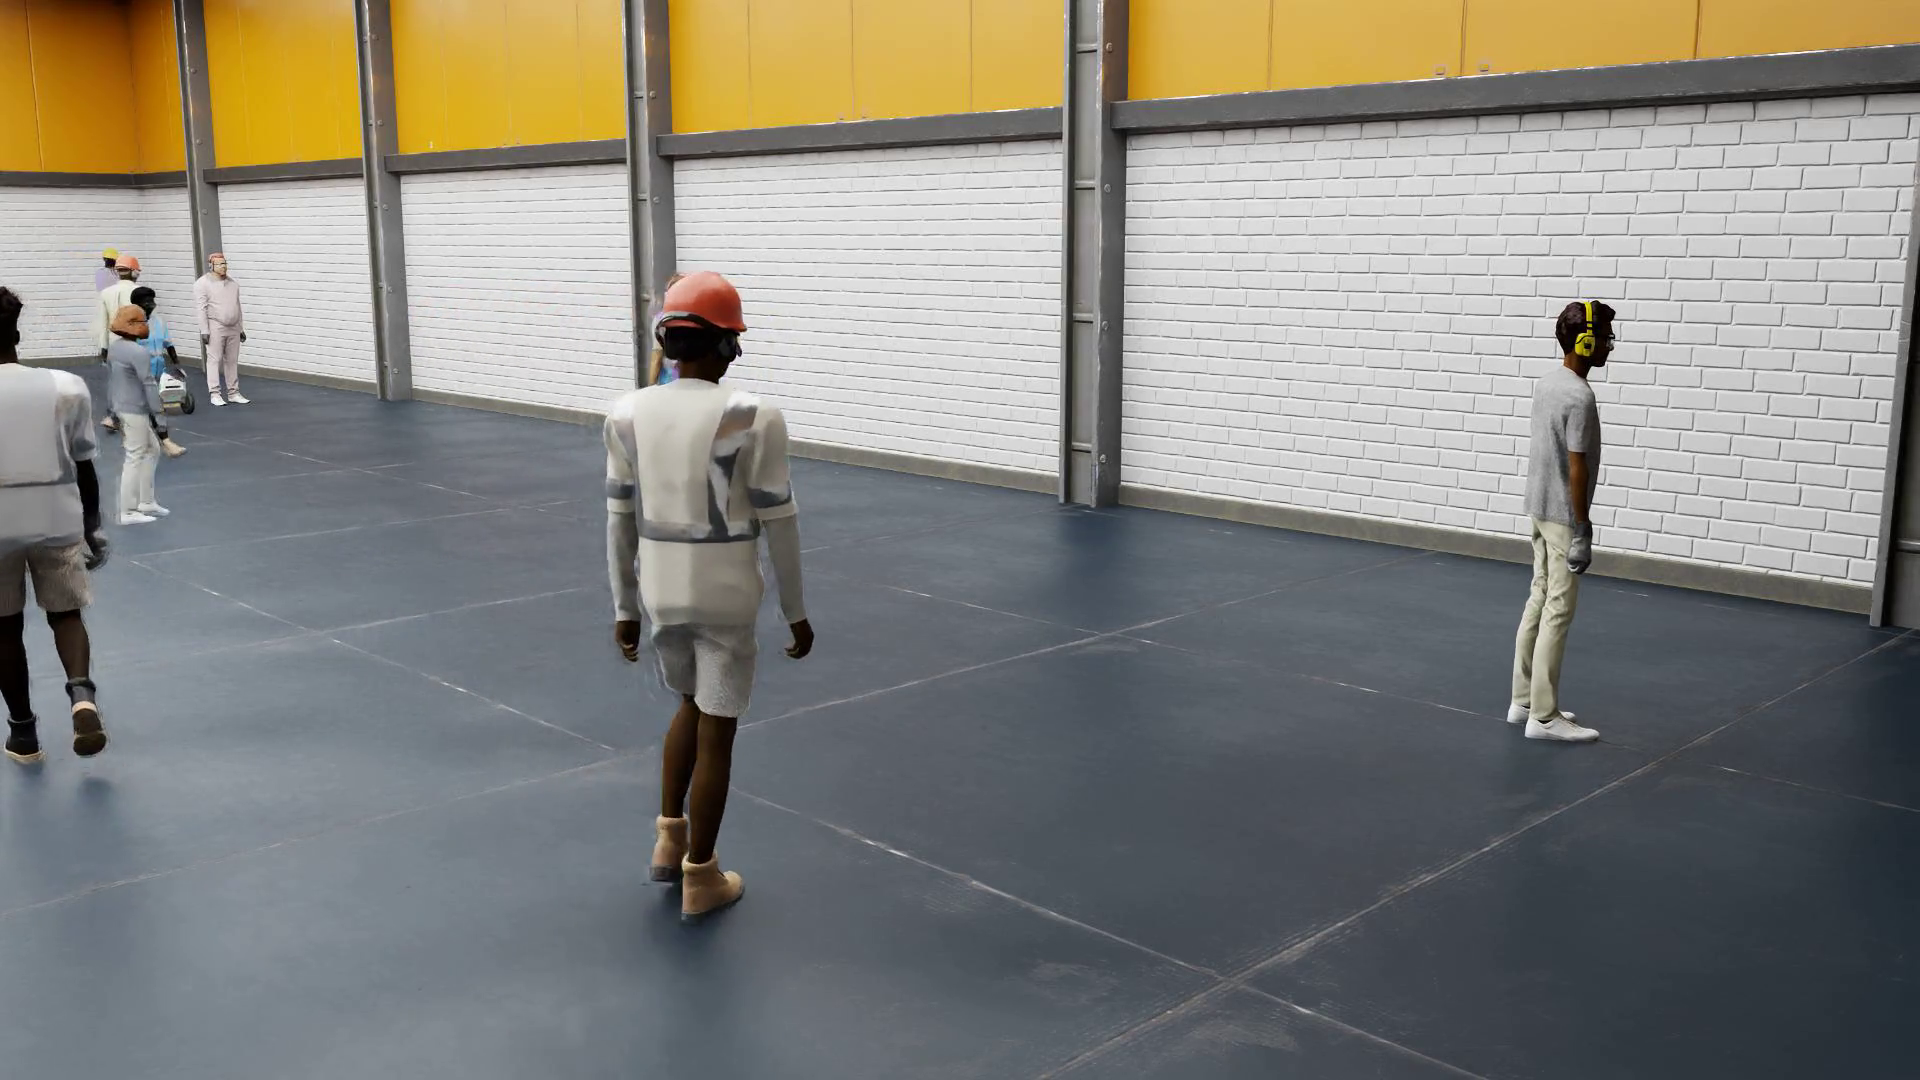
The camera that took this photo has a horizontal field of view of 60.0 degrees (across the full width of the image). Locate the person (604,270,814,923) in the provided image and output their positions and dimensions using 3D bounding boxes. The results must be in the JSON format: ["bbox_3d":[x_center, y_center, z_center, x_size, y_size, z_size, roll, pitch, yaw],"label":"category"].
[{"bbox_3d":[-0.785,0.184,5.207,0.617,2.025,0.509,5,11,24],"label":"person"}]

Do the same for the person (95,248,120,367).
[{"bbox_3d":[-13.709,-3.747,26.916,0.582,1.918,0.388,6,12,31],"label":"person"}]

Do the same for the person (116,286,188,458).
[{"bbox_3d":[-7.850,-1.618,16.055,0.877,1.644,0.535,4,11,19],"label":"person"}]

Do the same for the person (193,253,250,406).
[{"bbox_3d":[-9.296,-2.654,20.986,0.408,1.908,0.646,5,12,26],"label":"person"}]

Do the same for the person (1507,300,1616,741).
[{"bbox_3d":[2.561,-0.074,7.057,0.319,1.860,0.511,0,10,-1],"label":"person"}]

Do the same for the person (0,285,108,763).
[{"bbox_3d":[-3.702,-0.036,6.593,0.621,1.947,0.624,-8,13,-38],"label":"person"}]

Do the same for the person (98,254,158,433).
[{"bbox_3d":[-9.130,-2.150,18.208,0.575,1.934,1.090,3,11,14],"label":"person"}]

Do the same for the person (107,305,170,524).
[{"bbox_3d":[-6.068,-0.934,12.376,0.535,1.614,0.556,9,13,39],"label":"person"}]

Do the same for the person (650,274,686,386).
[{"bbox_3d":[-2.196,-1.206,13.307,0.777,1.823,0.576,8,13,37],"label":"person"}]

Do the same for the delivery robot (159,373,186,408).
[{"bbox_3d":[-9.552,-1.818,19.856,0.707,0.478,0.477,9,14,40],"label":"delivery robot"}]
